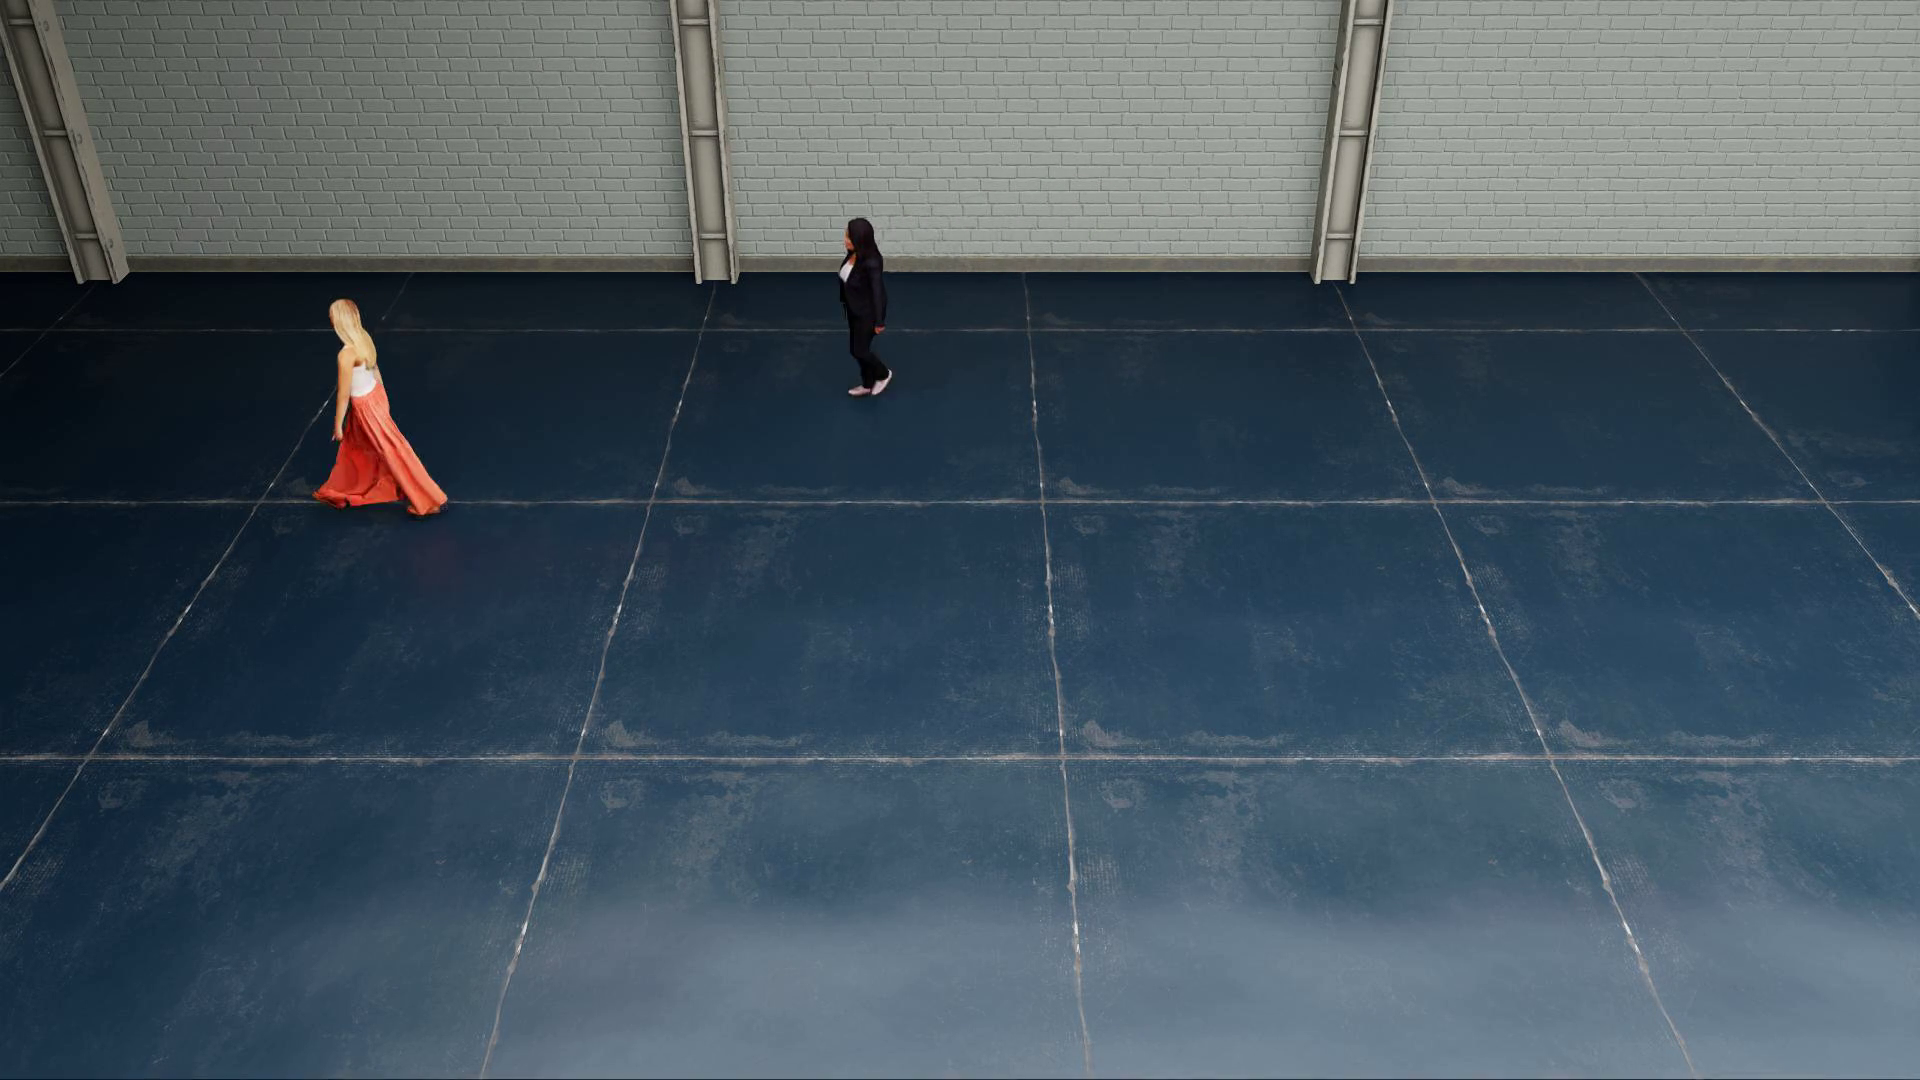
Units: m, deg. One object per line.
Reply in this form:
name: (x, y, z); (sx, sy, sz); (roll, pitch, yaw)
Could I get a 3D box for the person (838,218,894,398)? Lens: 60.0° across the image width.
person: (-0.715, -1.908, 13.749); (0.816, 1.606, 0.787); (-16, 36, -24)

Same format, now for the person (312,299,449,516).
person: (-4.171, -0.888, 12.050); (1.229, 1.748, 0.634); (0, 33, 0)
